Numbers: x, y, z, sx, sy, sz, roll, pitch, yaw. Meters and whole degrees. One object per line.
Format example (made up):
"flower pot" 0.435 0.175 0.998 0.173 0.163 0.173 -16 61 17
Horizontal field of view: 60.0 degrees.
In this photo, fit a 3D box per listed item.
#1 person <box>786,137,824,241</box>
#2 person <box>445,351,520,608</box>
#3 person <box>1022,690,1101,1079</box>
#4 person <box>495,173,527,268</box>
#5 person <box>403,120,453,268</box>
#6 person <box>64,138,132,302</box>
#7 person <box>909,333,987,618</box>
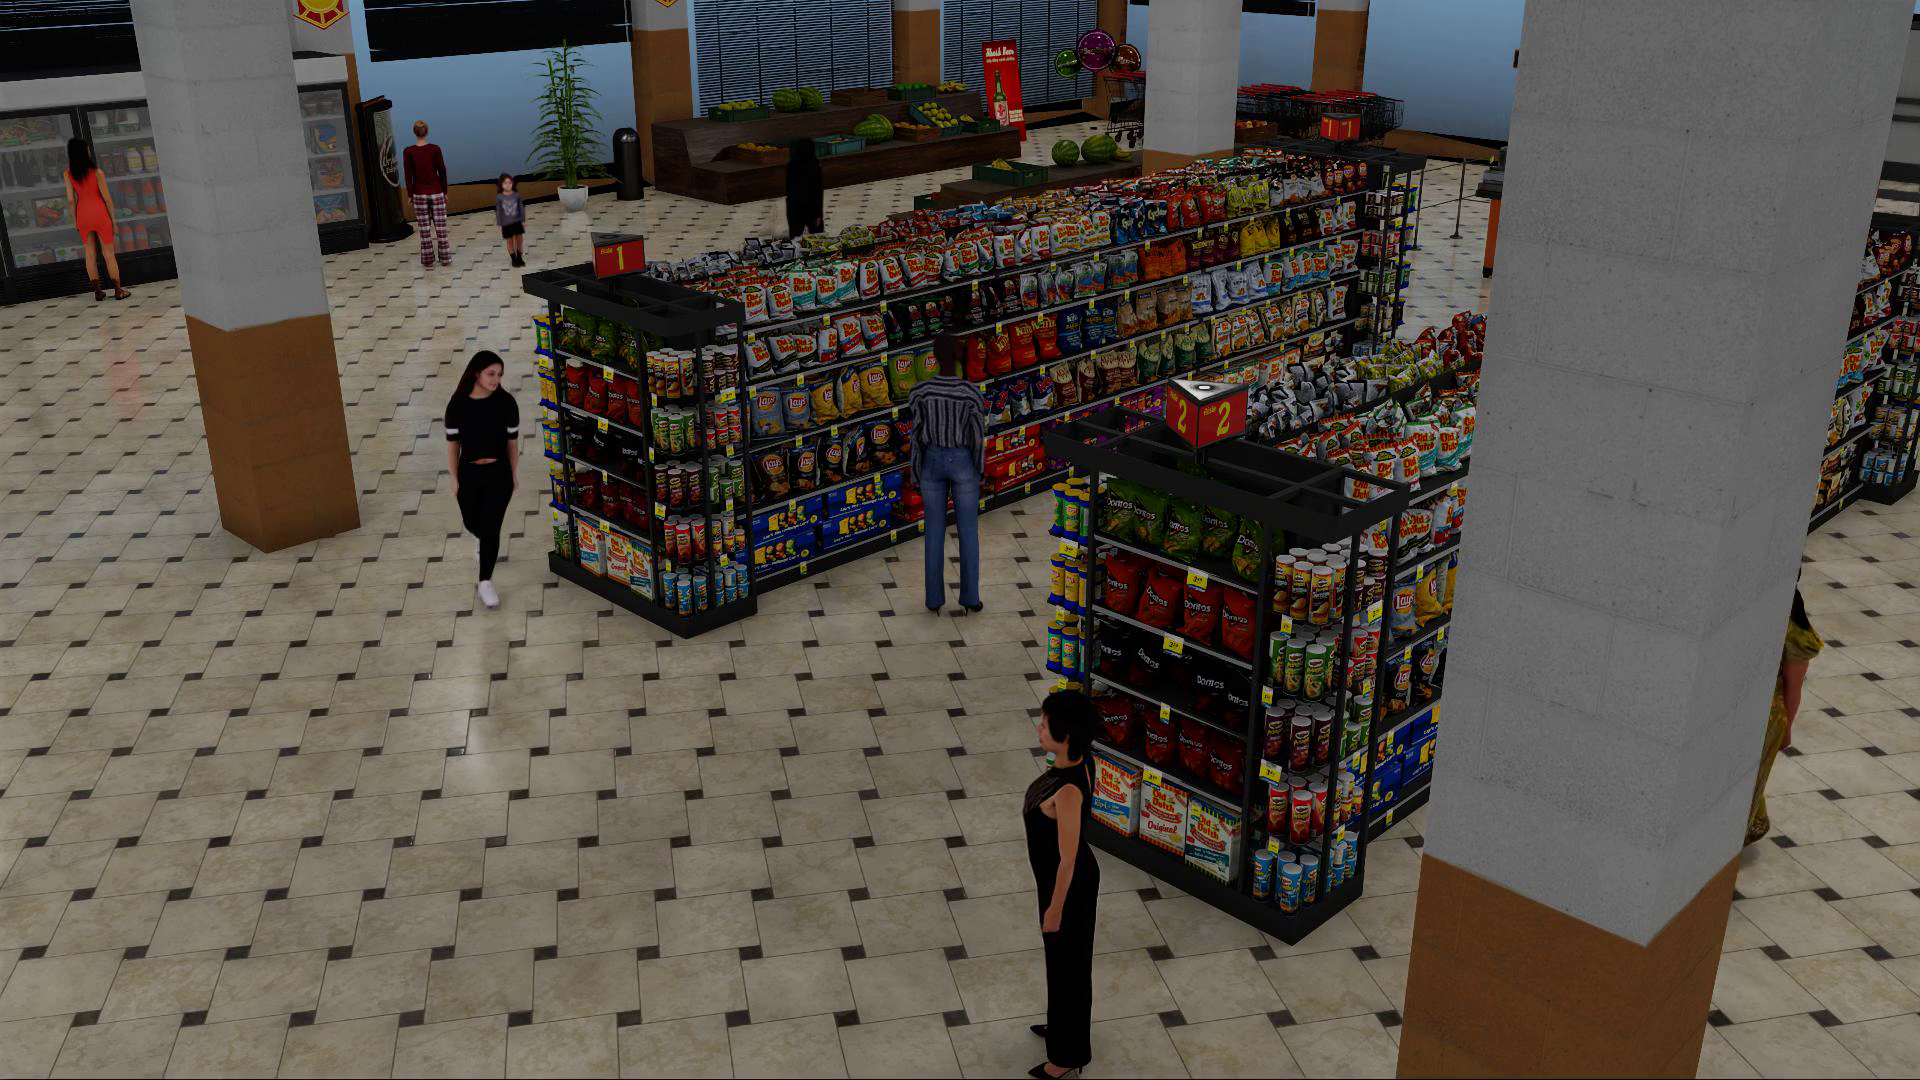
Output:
"person" -1.774 -3.634 18.522 0.968 1.582 1.198 7 23 18
"person" -2.989 -0.414 10.470 0.993 1.610 0.929 -6 23 -14
"person" 0.404 1.293 6.231 0.712 1.604 0.633 2 22 5
"person" -5.257 -3.748 19.452 0.555 1.100 0.634 -8 23 -20
"person" -6.198 -4.040 19.378 0.586 1.698 0.741 -8 23 -19
"person" -9.285 -3.429 17.827 0.644 1.719 0.725 -3 22 -6
"person" -0.062 -0.383 10.149 0.705 1.793 0.730 4 22 9
